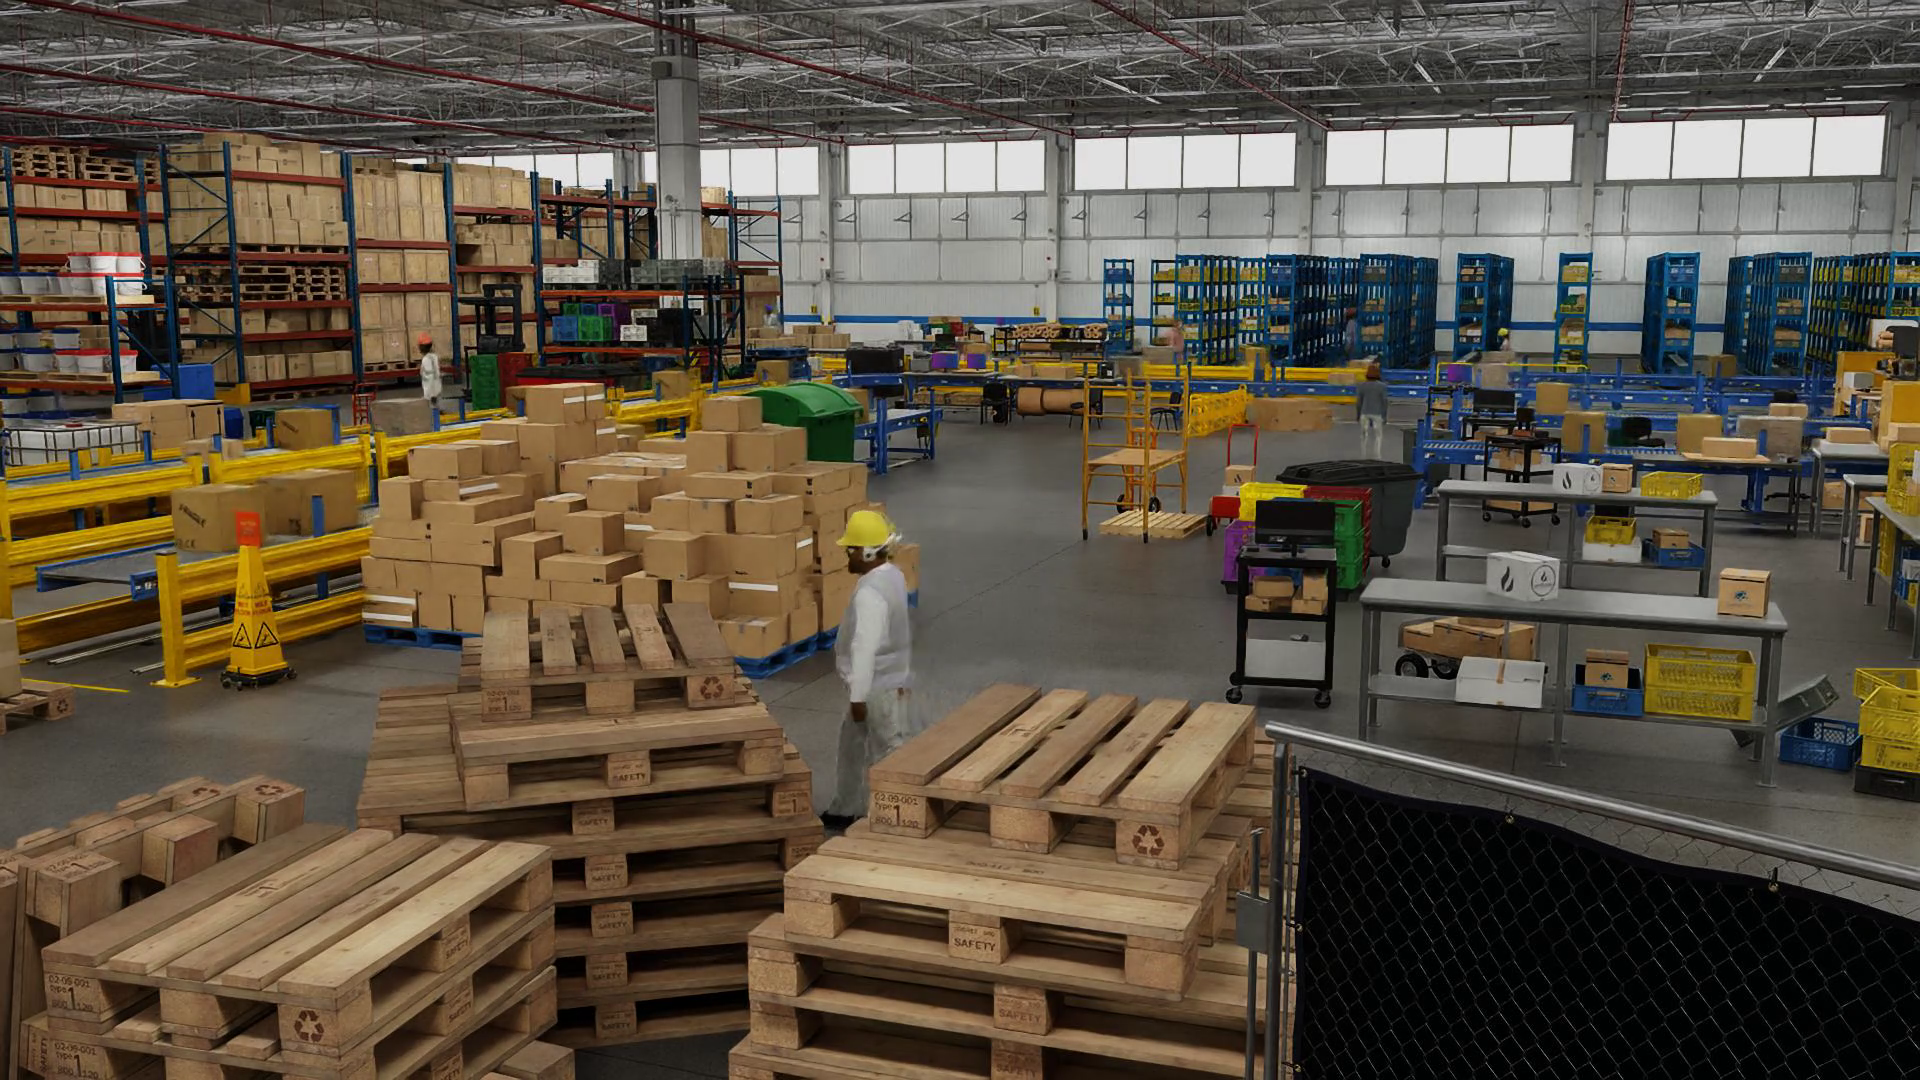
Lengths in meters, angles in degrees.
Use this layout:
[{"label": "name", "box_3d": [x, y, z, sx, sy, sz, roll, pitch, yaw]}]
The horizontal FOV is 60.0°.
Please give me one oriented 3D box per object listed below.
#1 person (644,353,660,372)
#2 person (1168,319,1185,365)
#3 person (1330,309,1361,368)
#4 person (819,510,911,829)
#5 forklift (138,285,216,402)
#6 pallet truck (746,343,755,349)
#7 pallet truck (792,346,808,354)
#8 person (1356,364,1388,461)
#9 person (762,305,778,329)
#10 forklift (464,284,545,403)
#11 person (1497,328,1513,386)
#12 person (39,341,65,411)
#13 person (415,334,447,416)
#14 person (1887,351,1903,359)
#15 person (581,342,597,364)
[{"label": "person", "box_3d": [-7.760, -4.648, 42.682, 0.607, 1.780, 0.915, -4, 10, -25]}, {"label": "person", "box_3d": [5.709, -4.944, 44.288, 0.829, 1.879, 0.650, 7, 11, 37]}, {"label": "person", "box_3d": [12.235, -6.274, 52.293, 1.060, 1.980, 0.632, 4, 10, 21]}, {"label": "person", "box_3d": [-0.391, 0.729, 8.935, 0.882, 1.798, 0.592, 1, 9, 6]}, {"label": "forklift", "box_3d": [-17.480, -4.200, 36.461, 1.873, 2.768, 1.129, 3, 10, 19]}, {"label": "pallet truck", "box_3d": [-6.183, -4.618, 44.264, 1.601, 1.201, 0.680, -9, 12, -43]}, {"label": "pallet truck", "box_3d": [-3.705, -4.298, 42.022, 0.653, 1.274, 1.630, 3, 10, 20]}, {"label": "person", "box_3d": [6.517, -1.962, 26.314, 0.506, 1.632, 0.268, 5, 10, 29]}, {"label": "person", "box_3d": [-7.118, -7.836, 62.259, 0.634, 1.927, 0.513, 4, 10, 22]}, {"label": "forklift", "box_3d": [-10.832, -4.702, 39.610, 1.129, 2.768, 1.873, 3, 10, 20]}, {"label": "person", "box_3d": [13.405, -4.336, 40.841, 0.483, 1.742, 0.543, 5, 10, 28]}, {"label": "person", "box_3d": [-18.397, -3.167, 33.631, 0.870, 1.711, 0.543, 8, 12, 41]}, {"label": "person", "box_3d": [-9.249, -2.642, 29.422, 0.927, 2.017, 0.621, 0, 9, -1]}, {"label": "person", "box_3d": [21.177, -3.823, 37.440, 0.874, 1.809, 0.591, 6, 11, 33]}, {"label": "person", "box_3d": [-11.388, -5.926, 50.941, 0.527, 1.722, 0.915, 3, 10, 18]}]
